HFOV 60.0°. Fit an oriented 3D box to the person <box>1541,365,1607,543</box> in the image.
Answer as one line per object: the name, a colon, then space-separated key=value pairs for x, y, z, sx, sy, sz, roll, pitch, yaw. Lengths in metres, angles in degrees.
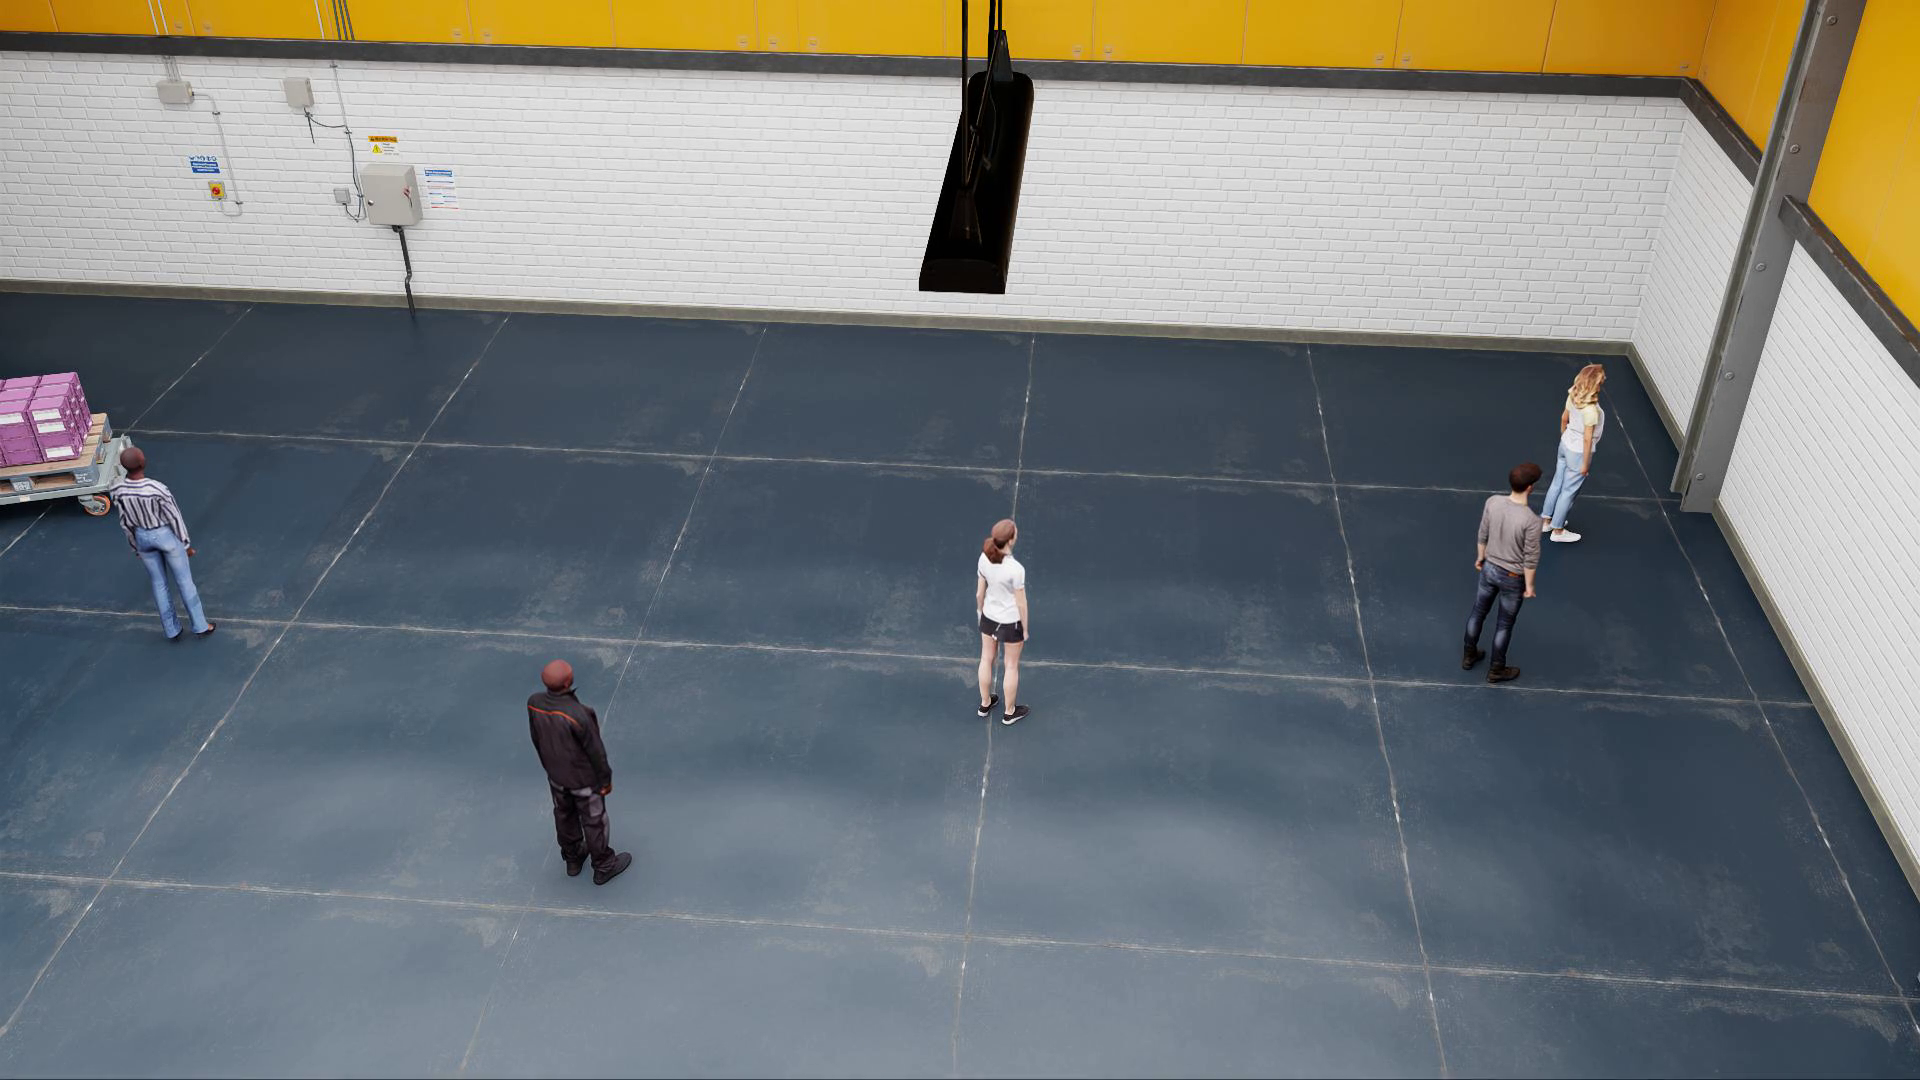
person: x=5.402 y=-0.772 z=14.617 sx=0.742 sy=1.723 sz=0.571 roll=-5 pitch=34 yaw=-8

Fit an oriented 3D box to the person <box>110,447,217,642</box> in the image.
person: x=-6.406 y=0.046 z=13.321 sx=0.645 sy=1.796 sz=0.562 roll=-1 pitch=34 yaw=-2

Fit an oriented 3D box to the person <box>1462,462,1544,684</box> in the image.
person: x=4.222 y=0.249 z=12.916 sx=0.834 sy=1.906 sz=0.762 roll=-23 pitch=40 yaw=-31

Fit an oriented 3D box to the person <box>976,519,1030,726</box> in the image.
person: x=0.312 y=0.609 z=12.515 sx=0.654 sy=1.750 sz=0.664 roll=19 pitch=38 yaw=26

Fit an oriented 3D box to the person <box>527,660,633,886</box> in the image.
person: x=-2.573 y=1.532 z=11.058 sx=0.766 sy=1.825 sz=0.718 roll=13 pitch=36 yaw=18
